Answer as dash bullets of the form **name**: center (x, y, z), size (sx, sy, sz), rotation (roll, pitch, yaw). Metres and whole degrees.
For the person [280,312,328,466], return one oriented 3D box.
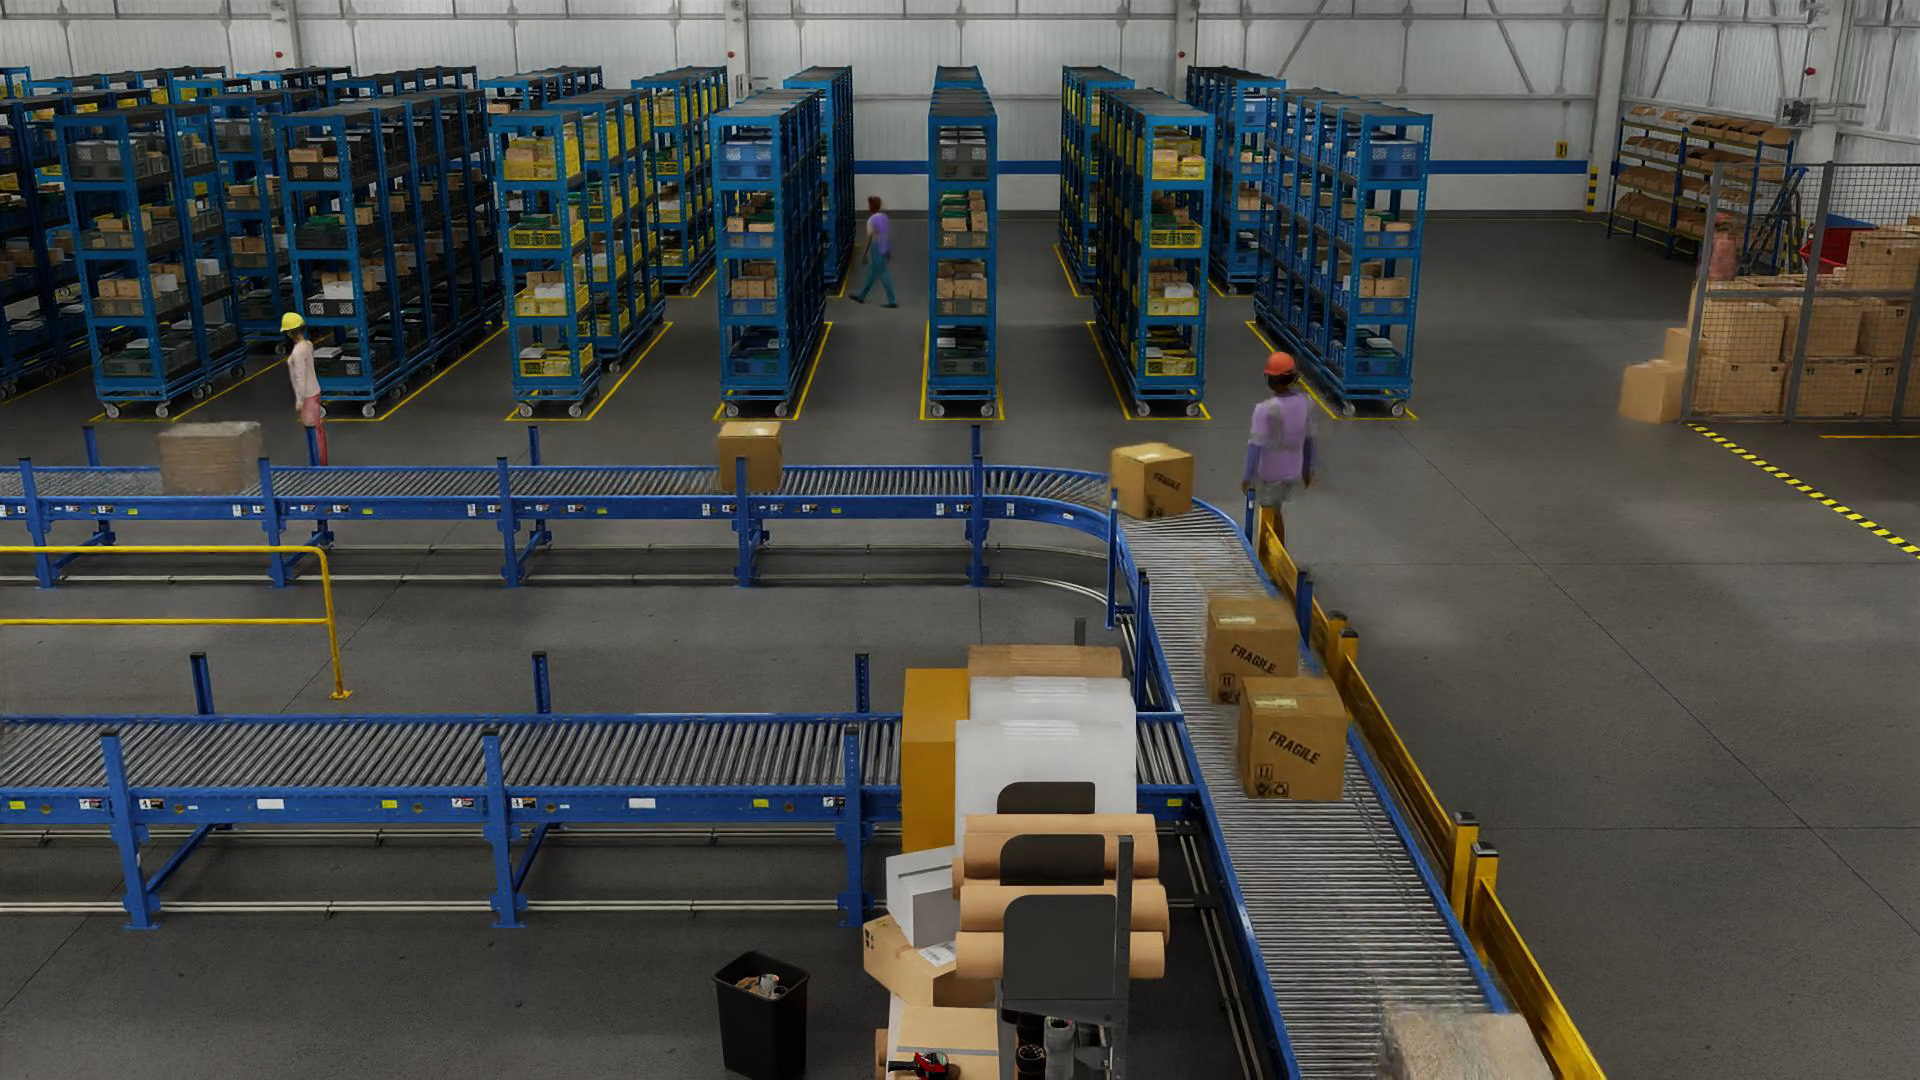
- **person**: center (-6.880, -1.515, 17.456), size (0.318, 1.764, 0.522), rotation (-3, 18, -9)

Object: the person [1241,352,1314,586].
- **person**: center (2.678, -0.611, 14.247), size (0.640, 2.024, 0.557), rotation (-12, 21, -32)

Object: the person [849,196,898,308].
- **person**: center (-1.420, -4.719, 27.262), size (0.955, 1.790, 0.588), rotation (7, 19, 22)

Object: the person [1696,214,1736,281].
- **person**: center (10.725, -3.642, 23.709), size (0.429, 1.955, 0.680), rotation (-6, 19, -18)
